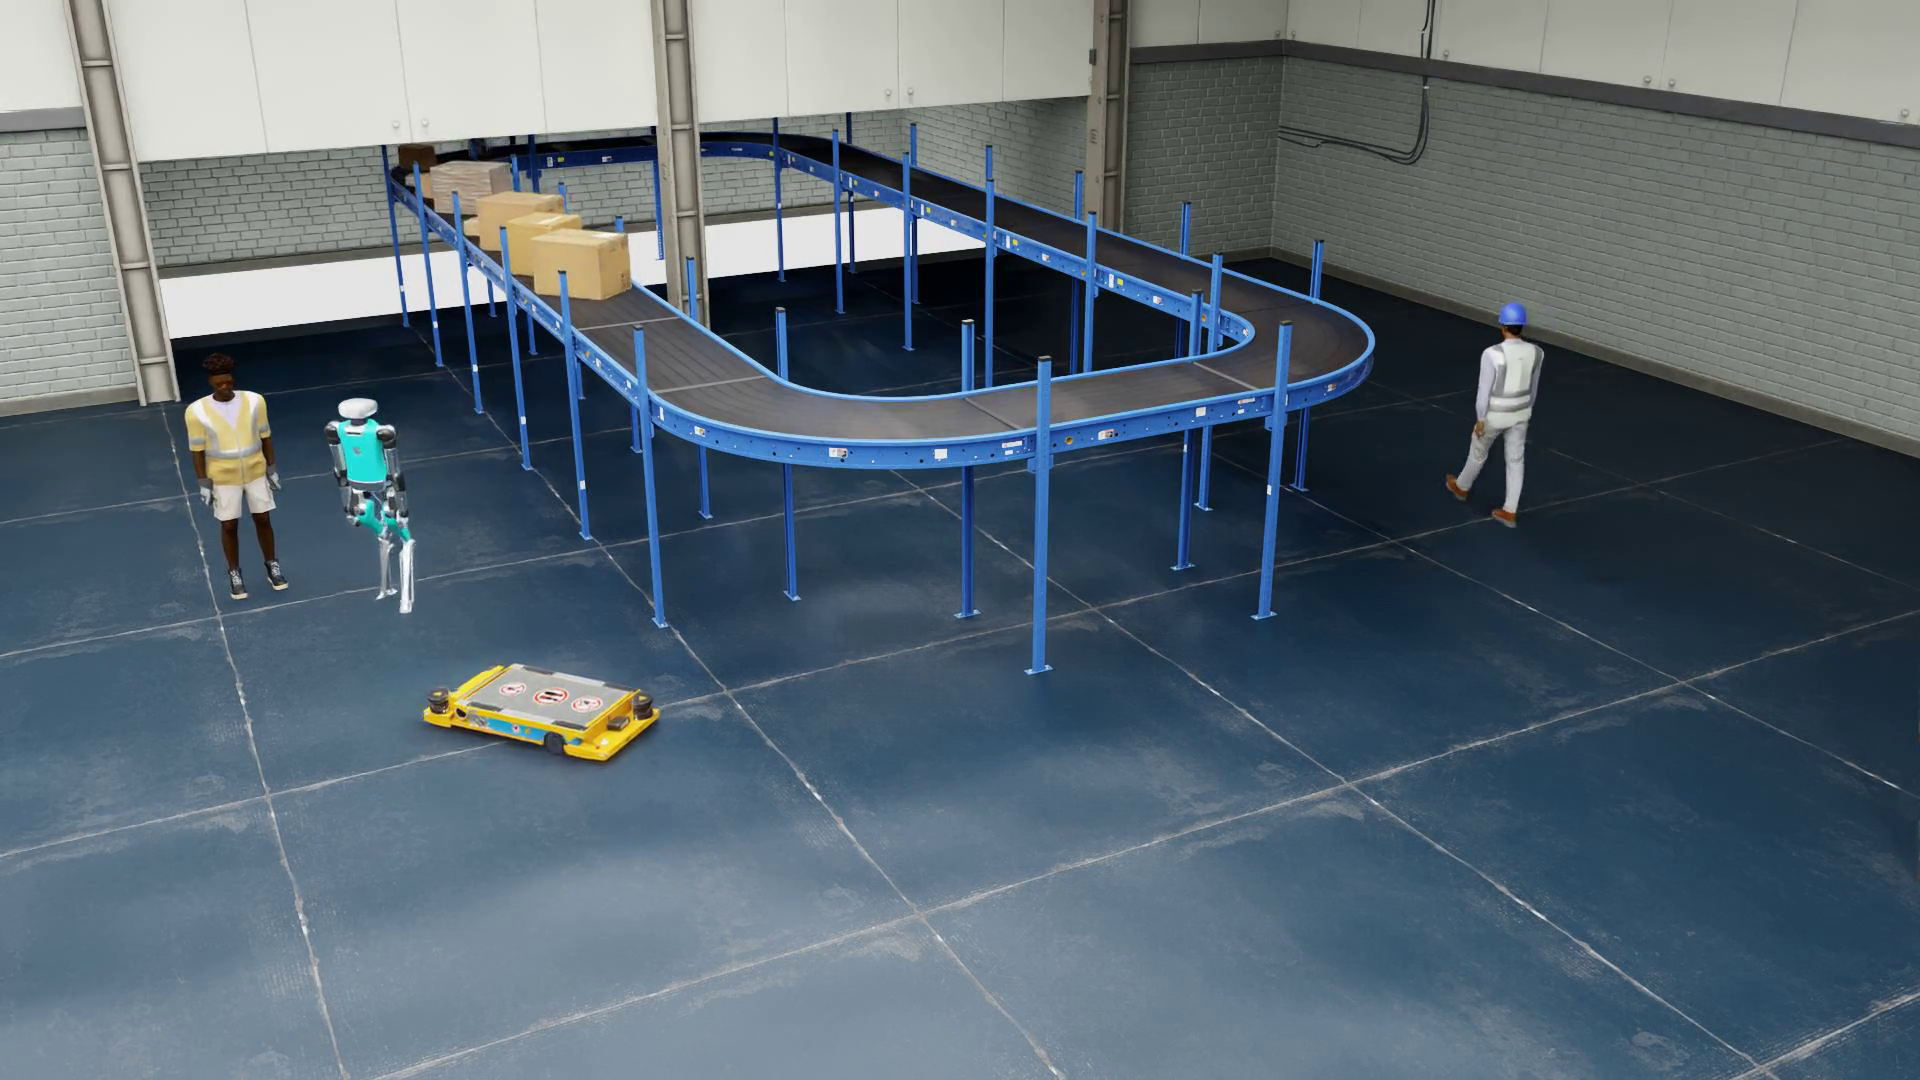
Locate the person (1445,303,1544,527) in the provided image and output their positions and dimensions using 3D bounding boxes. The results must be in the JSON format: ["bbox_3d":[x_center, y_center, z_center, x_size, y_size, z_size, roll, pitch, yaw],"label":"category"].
[{"bbox_3d":[4.700,-1.138,14.508,0.649,1.896,0.971,-5,23,-12],"label":"person"}]

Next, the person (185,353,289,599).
[{"bbox_3d":[-5.599,-0.506,12.880,0.606,1.958,0.373,-16,27,-34],"label":"person"}]

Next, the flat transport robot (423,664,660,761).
[{"bbox_3d":[-2.790,1.128,11.087,1.431,0.231,0.659,9,24,21],"label":"flat transport robot"}]

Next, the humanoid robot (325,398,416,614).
[{"bbox_3d":[-4.352,-0.291,12.674,0.557,1.793,0.822,3,22,8],"label":"humanoid robot"}]
